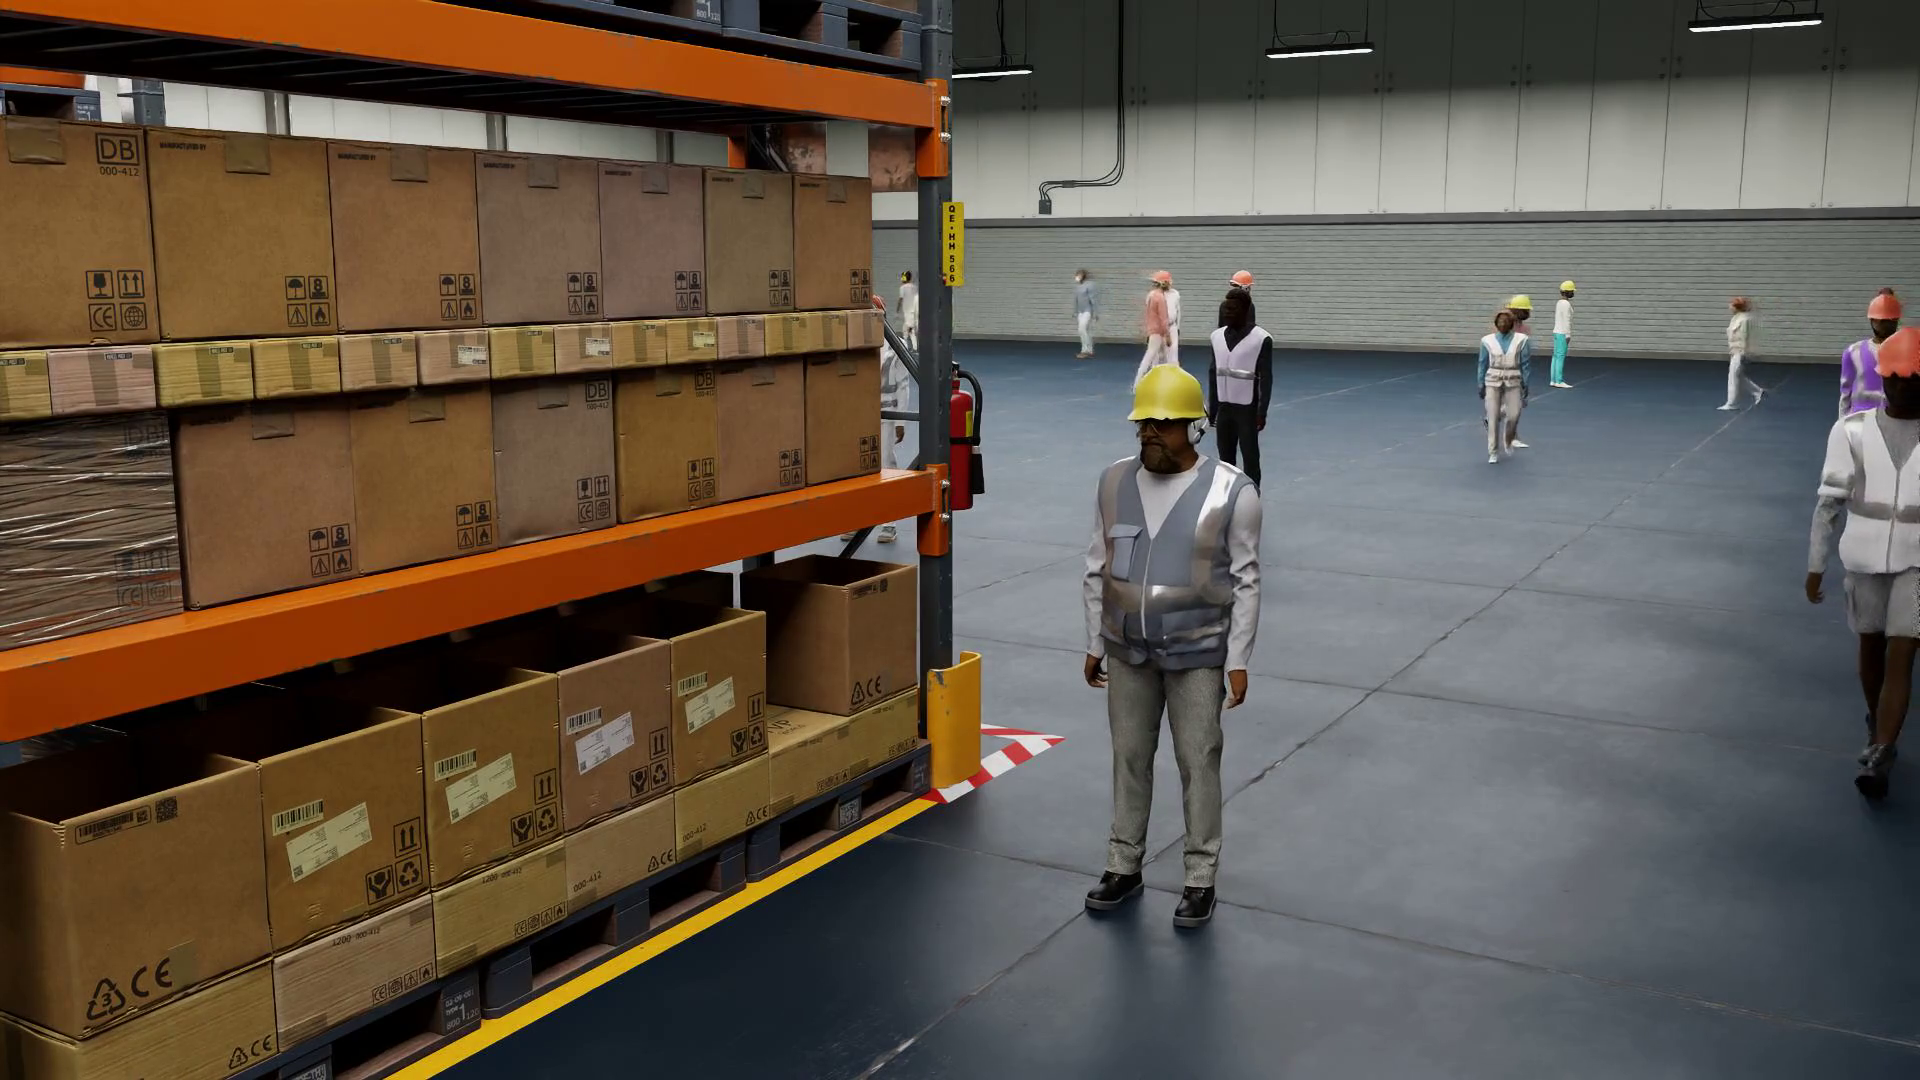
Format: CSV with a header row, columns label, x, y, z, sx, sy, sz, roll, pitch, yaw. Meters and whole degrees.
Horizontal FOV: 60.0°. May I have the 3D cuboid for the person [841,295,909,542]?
label,x,y,z,sx,sy,sz,roll,pitch,yaw
person,-0.670,-0.922,12.701,0.574,1.883,0.356,4,10,21

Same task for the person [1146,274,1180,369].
label,x,y,z,sx,sy,sz,roll,pitch,yaw
person,3.588,-3.687,28.914,0.676,1.862,0.965,-3,10,-16

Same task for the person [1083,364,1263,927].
label,x,y,z,sx,sy,sz,roll,pitch,yaw
person,0.669,0.343,5.439,0.600,1.831,0.404,5,11,28

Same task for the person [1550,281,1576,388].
label,x,y,z,sx,sy,sz,roll,pitch,yaw
person,10.010,-3.404,27.570,0.321,1.769,0.523,1,10,4

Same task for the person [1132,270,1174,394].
label,x,y,z,sx,sy,sz,roll,pitch,yaw
person,3.199,-3.253,26.153,1.041,1.938,0.650,-1,10,-5

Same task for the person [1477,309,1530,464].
label,x,y,z,sx,sy,sz,roll,pitch,yaw
person,5.711,-1.616,17.511,0.532,1.623,0.403,3,10,16

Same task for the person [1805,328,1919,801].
label,x,y,z,sx,sy,sz,roll,pitch,yaw
person,3.789,0.084,6.801,0.572,1.877,1.007,7,12,36

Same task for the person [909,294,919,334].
label,x,y,z,sx,sy,sz,roll,pitch,yaw
person,-0.616,-4.046,31.320,0.579,1.787,0.955,6,11,32

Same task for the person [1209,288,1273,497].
label,x,y,z,sx,sy,sz,roll,pitch,yaw
person,2.275,-1.083,13.541,0.394,1.919,0.590,-9,13,-42

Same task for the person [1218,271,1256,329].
label,x,y,z,sx,sy,sz,roll,pitch,yaw
person,3.490,-2.362,20.800,0.396,1.992,0.622,-6,12,-32

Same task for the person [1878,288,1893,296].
label,x,y,z,sx,sy,sz,roll,pitch,yaw
person,16.913,-3.815,30.436,0.347,1.609,0.541,2,10,12

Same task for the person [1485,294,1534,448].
label,x,y,z,sx,sy,sz,roll,pitch,yaw
person,6.300,-1.936,19.035,0.531,1.750,0.560,-8,13,-39

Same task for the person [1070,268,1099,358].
label,x,y,z,sx,sy,sz,roll,pitch,yaw
person,2.610,-4.791,35.278,0.699,1.910,0.704,-5,11,-27

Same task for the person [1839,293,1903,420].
label,x,y,z,sx,sy,sz,roll,pitch,yaw
person,6.803,-0.870,12.327,0.548,1.917,0.850,4,11,24

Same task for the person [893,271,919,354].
label,x,y,z,sx,sy,sz,roll,pitch,yaw
person,-1.254,-5.068,37.106,0.879,1.832,0.531,6,12,33

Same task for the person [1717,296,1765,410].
label,x,y,z,sx,sy,sz,roll,pitch,yaw
person,11.097,-2.637,23.519,0.596,1.616,0.546,1,10,9
